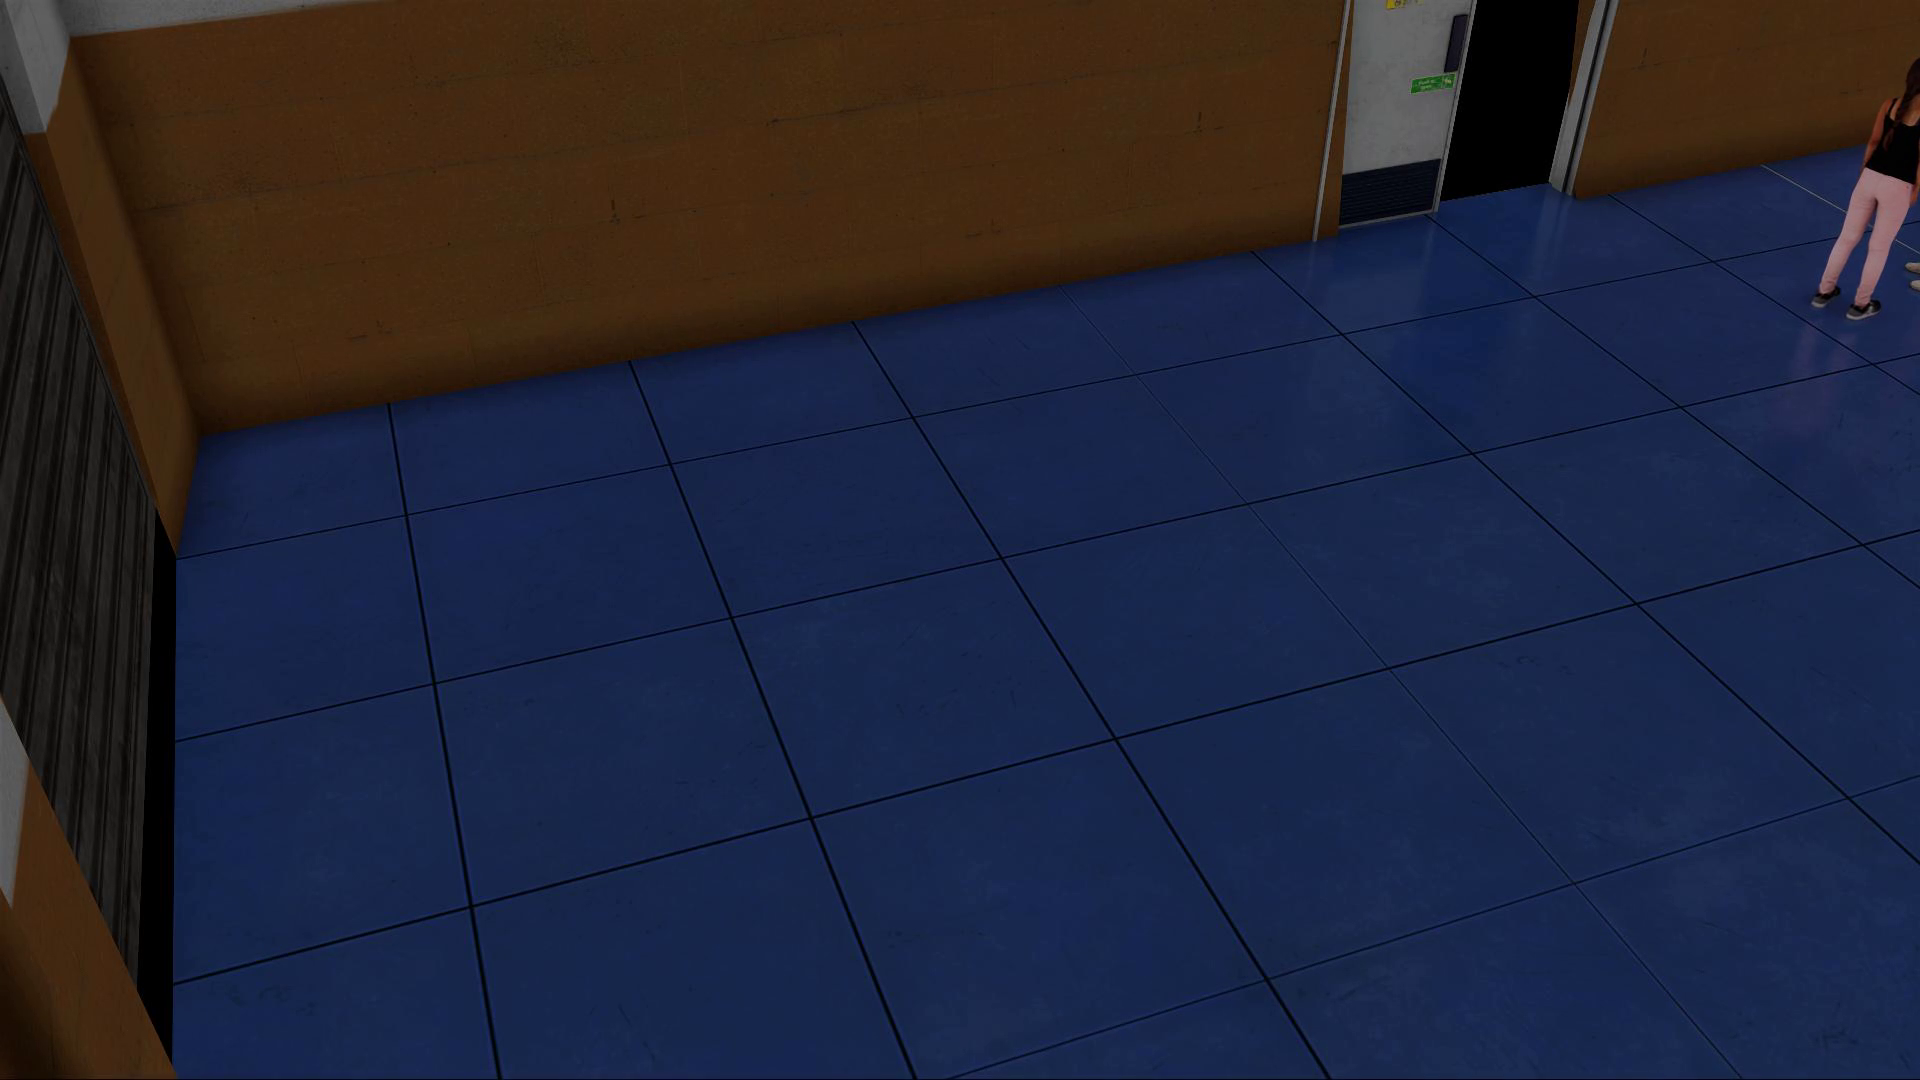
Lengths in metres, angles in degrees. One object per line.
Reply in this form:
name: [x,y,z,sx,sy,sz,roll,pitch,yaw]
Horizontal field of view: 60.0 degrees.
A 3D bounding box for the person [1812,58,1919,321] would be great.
person: [5.307,-2.020,9.539,0.630,1.563,0.524,-27,44,-31]
